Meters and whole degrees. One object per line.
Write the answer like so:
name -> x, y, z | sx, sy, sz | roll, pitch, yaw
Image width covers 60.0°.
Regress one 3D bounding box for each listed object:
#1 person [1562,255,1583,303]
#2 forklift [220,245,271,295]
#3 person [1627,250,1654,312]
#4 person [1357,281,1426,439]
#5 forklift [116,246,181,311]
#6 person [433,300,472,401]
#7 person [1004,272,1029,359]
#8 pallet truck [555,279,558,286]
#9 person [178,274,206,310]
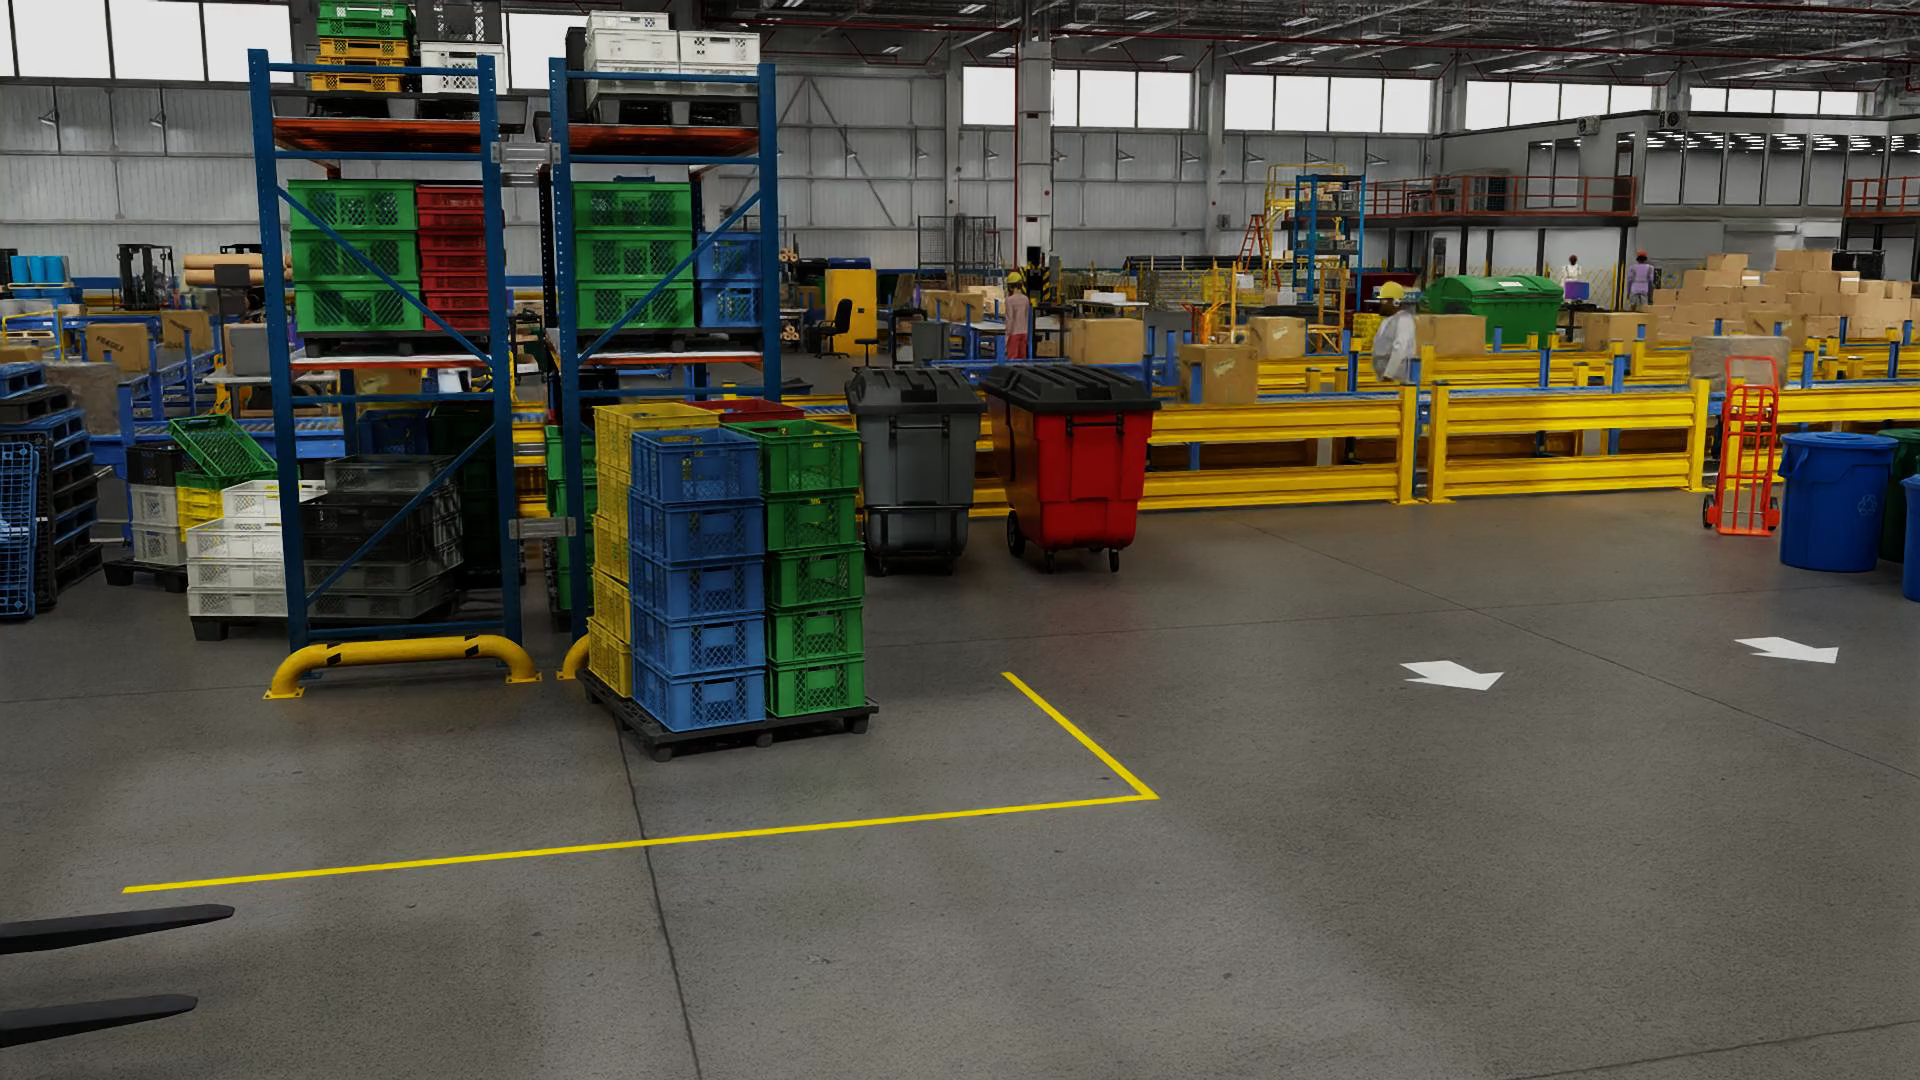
person -> 19.102, -7.933, 51.790 | 0.591, 1.837, 0.946 | -1, 10, -8
forklift -> -17.749, -6.334, 41.440 | 1.157, 1.987, 2.680 | -3, 10, -17
person -> 16.951, -6.204, 41.485 | 0.608, 2.034, 0.397 | 2, 10, 13
person -> 4.271, -1.655, 16.444 | 0.923, 1.788, 0.595 | -2, 10, -11
forklift -> -19.966, -6.232, 40.894 | 1.157, 1.987, 2.680 | -3, 10, -15
person -> -4.345, -1.232, 14.339 | 0.378, 1.684, 0.534 | -5, 11, -26
person -> 0.771, -2.881, 23.426 | 0.317, 1.766, 0.533 | 7, 12, 36
pallet truck -> -10.604, -6.375, 44.520 | 0.653, 1.274, 1.630 | -3, 10, -15
person -> -16.839, -5.249, 36.710 | 0.614, 1.803, 0.741 | 4, 11, 24
